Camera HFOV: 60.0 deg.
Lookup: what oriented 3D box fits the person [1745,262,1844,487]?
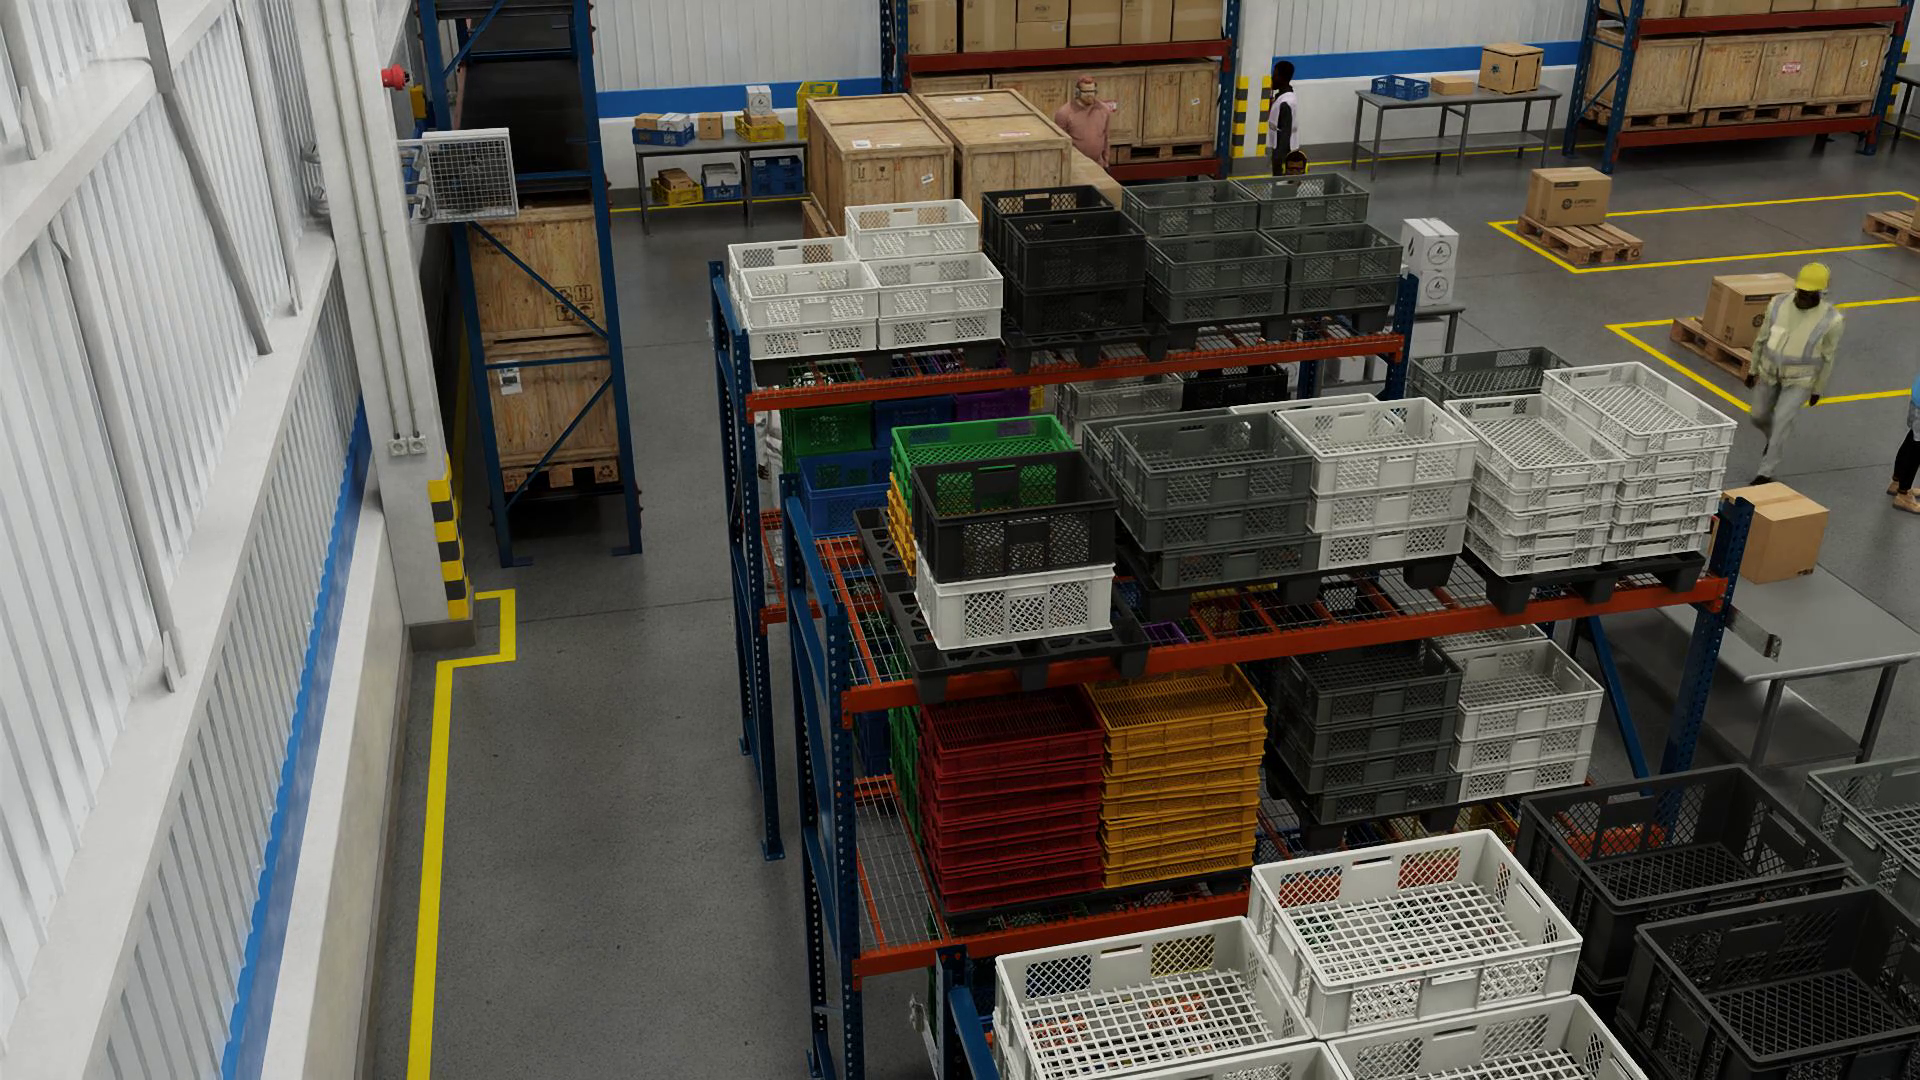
[{"bbox_3d":[6.415,-1.298,12.840,0.642,1.812,0.593,-21,34,-34],"label":"person"}]

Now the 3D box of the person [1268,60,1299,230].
[{"bbox_3d":[3.583,-4.366,18.547,0.394,1.920,0.587,4,28,8],"label":"person"}]

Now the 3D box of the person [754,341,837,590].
[{"bbox_3d":[-1.117,-0.546,11.333,0.572,1.887,0.356,5,28,9],"label":"person"}]

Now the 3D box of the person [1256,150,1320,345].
[{"bbox_3d":[3.032,-2.684,15.406,0.513,1.872,0.328,4,28,7],"label":"person"}]

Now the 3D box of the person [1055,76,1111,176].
[{"bbox_3d":[1.336,-4.037,17.937,0.654,1.904,0.407,-10,29,-19],"label":"person"}]

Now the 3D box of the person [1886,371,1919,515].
[{"bbox_3d":[7.302,-1.037,12.463,0.318,1.700,0.535,10,29,18],"label":"person"}]
